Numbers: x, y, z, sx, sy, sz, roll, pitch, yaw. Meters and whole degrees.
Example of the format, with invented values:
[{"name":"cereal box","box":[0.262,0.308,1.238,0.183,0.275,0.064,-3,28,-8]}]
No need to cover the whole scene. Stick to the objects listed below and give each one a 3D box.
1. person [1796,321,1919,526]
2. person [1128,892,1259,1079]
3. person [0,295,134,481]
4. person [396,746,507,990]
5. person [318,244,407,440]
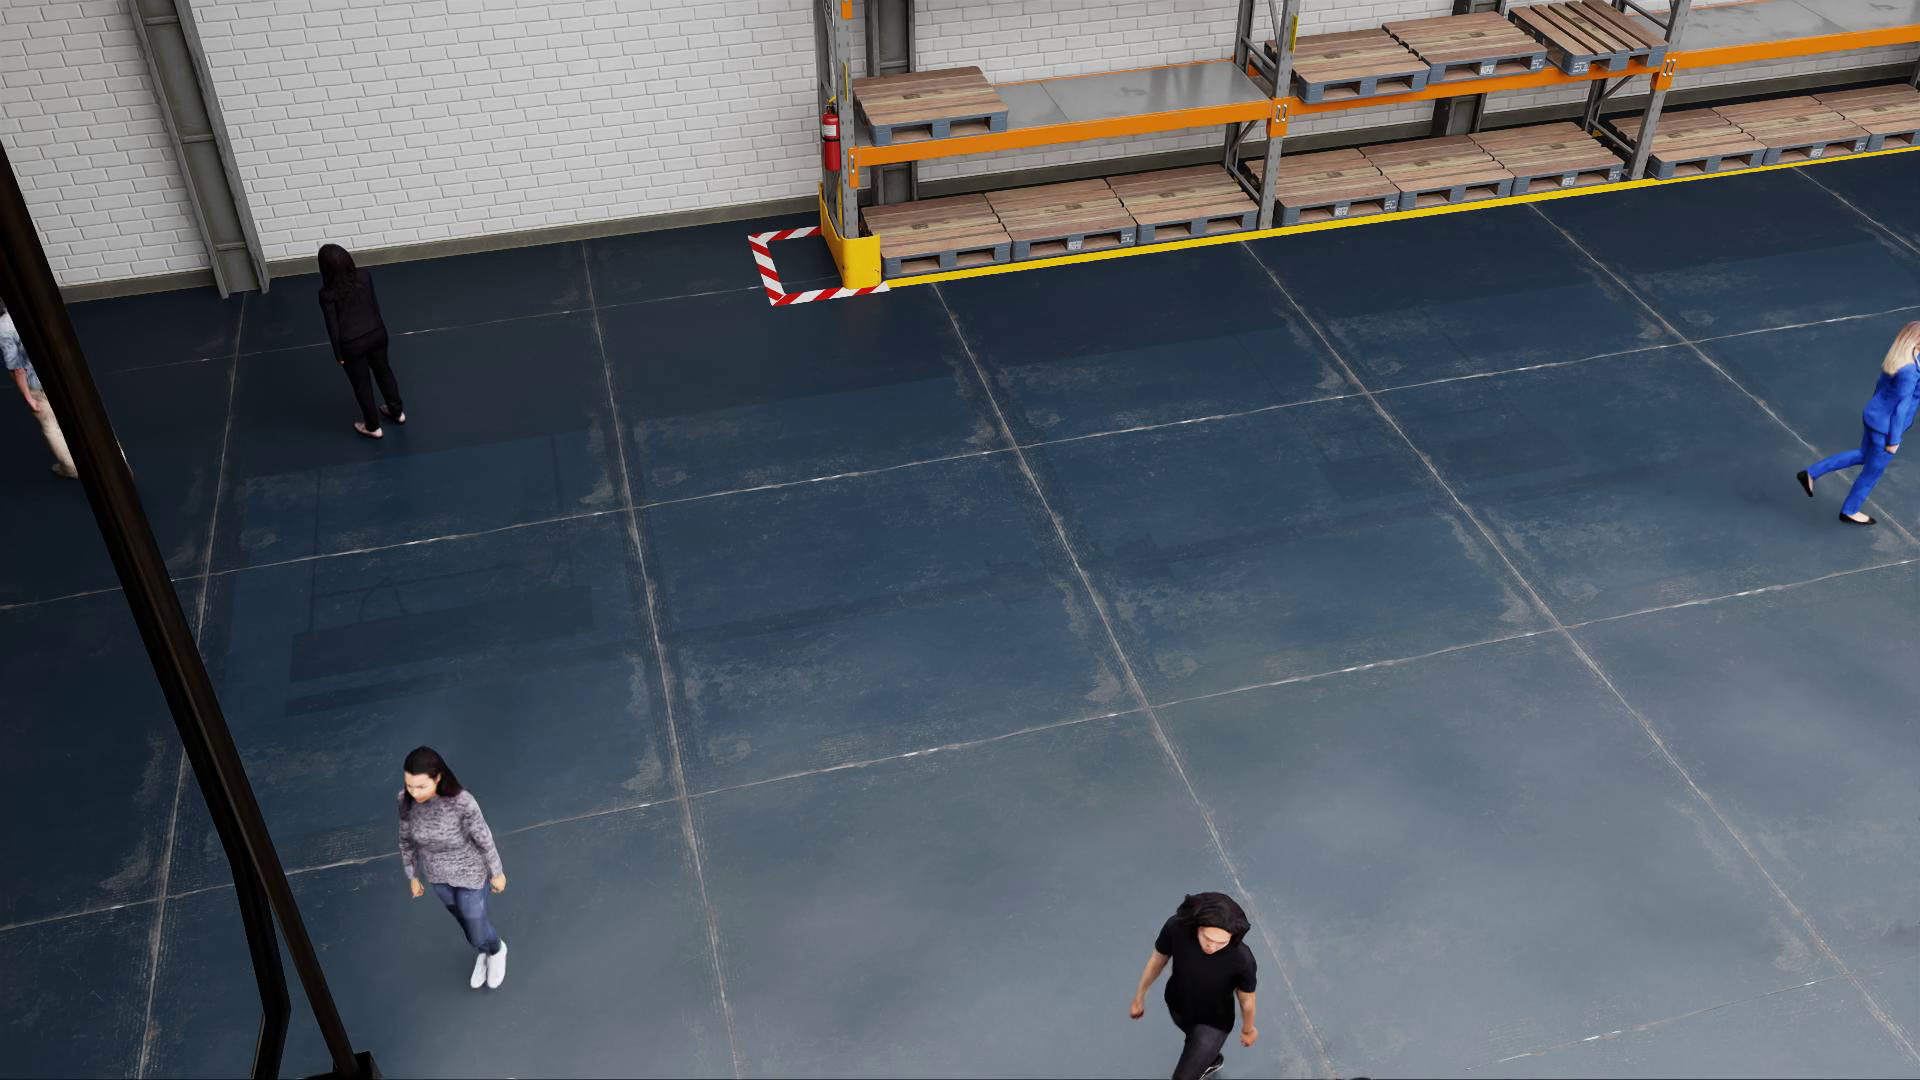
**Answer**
[{"name":"person","box":[6.439,-0.821,11.792,0.966,1.685,0.859,10,40,13]},{"name":"person","box":[1.200,2.184,7.955,1.080,1.776,1.262,32,48,33]},{"name":"person","box":[-6.551,-1.140,12.081,1.124,1.822,1.070,20,43,23]},{"name":"person","box":[-2.586,1.651,8.665,0.690,1.724,0.806,7,39,9]},{"name":"person","box":[-4.593,-1.537,12.746,0.822,1.614,0.759,21,43,24]}]
